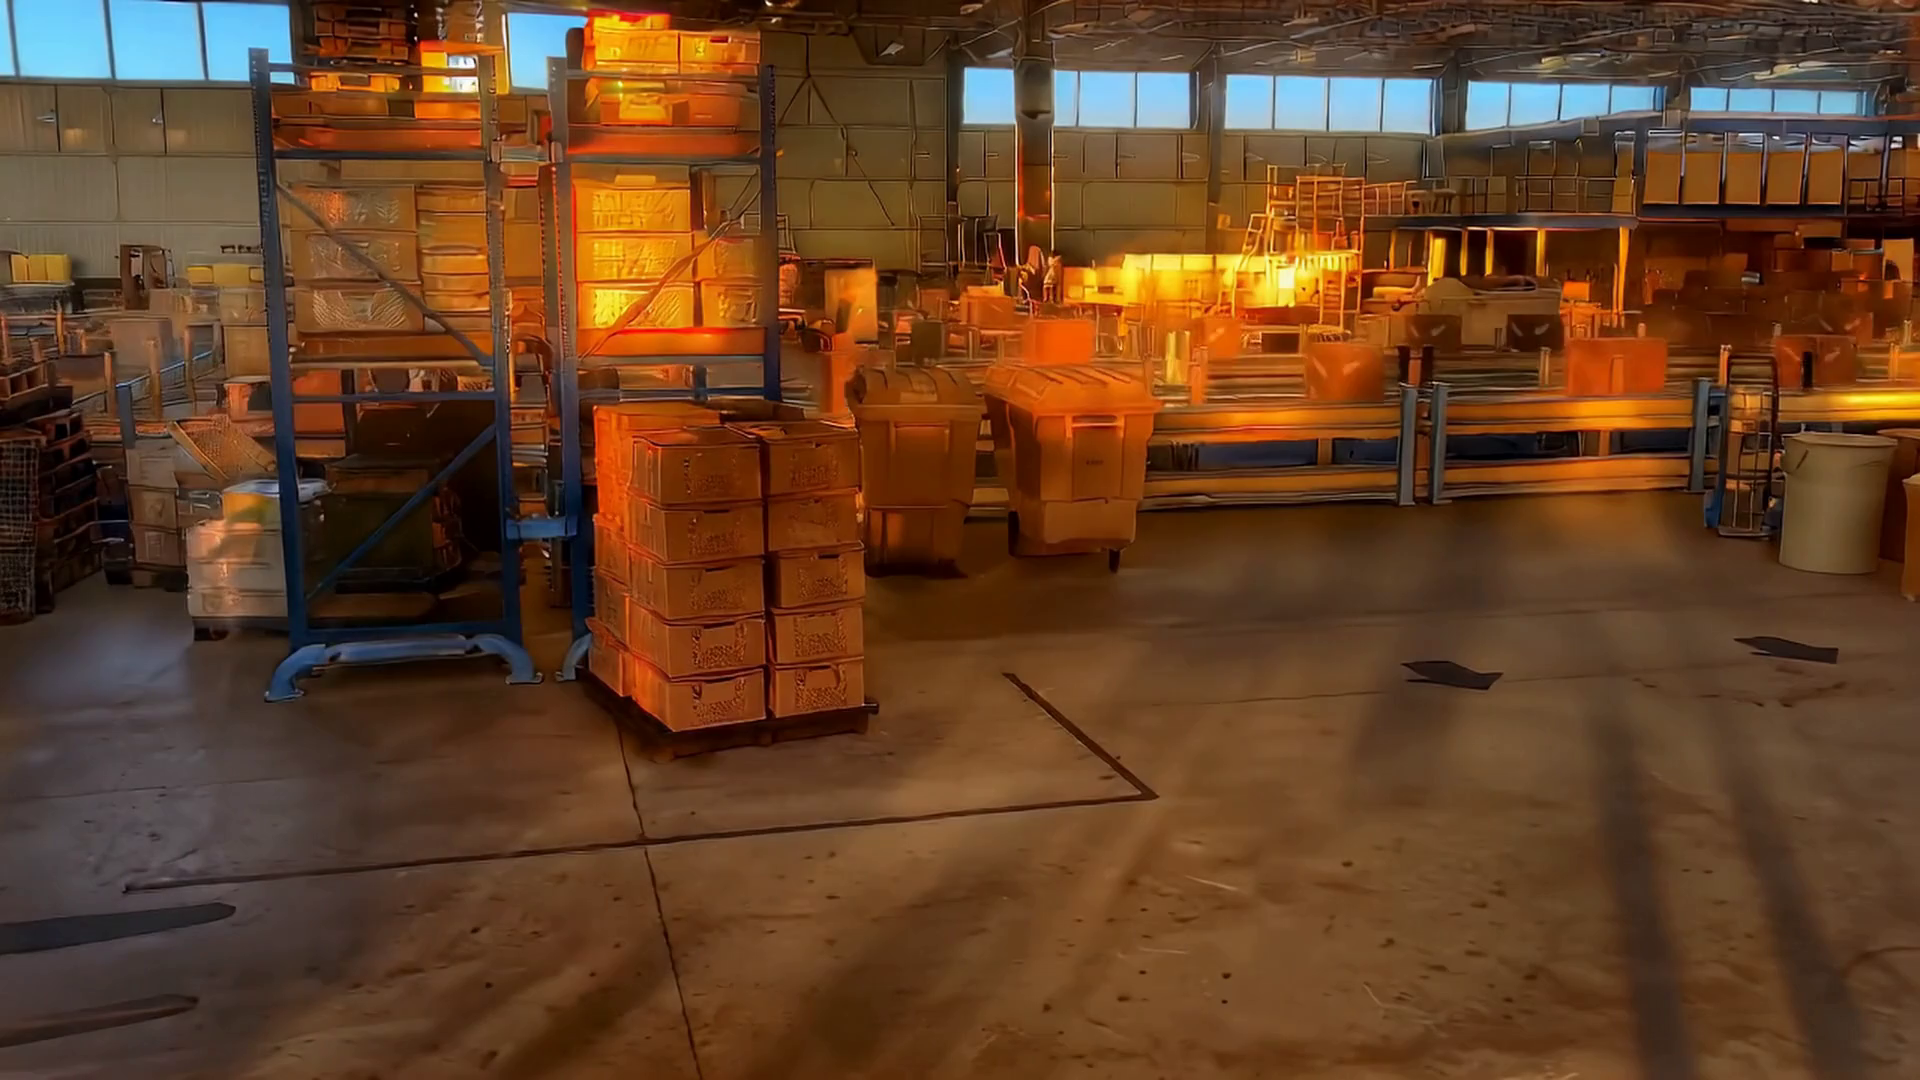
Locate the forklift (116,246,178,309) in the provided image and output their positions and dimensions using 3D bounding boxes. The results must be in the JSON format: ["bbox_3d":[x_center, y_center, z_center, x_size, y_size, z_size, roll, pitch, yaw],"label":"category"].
[{"bbox_3d":[-19.966,-6.232,40.894,1.157,1.987,2.680,-3,10,-15],"label":"forklift"}]

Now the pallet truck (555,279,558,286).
[{"bbox_3d":[-10.604,-6.375,44.520,0.653,1.274,1.630,-3,10,-15],"label":"pallet truck"}]

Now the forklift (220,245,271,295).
[{"bbox_3d":[-17.749,-6.334,41.440,1.157,1.987,2.680,-3,10,-17],"label":"forklift"}]

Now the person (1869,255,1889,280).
[{"bbox_3d":[28.070,-7.782,50.942,0.347,1.863,0.721,-2,10,-11],"label":"person"}]

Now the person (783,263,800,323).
[{"bbox_3d":[-4.668,-6.965,46.237,0.648,1.882,0.492,9,14,42],"label":"person"}]

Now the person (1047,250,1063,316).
[{"bbox_3d":[2.241,-5.846,39.500,0.566,2.036,0.637,3,11,18],"label":"person"}]
